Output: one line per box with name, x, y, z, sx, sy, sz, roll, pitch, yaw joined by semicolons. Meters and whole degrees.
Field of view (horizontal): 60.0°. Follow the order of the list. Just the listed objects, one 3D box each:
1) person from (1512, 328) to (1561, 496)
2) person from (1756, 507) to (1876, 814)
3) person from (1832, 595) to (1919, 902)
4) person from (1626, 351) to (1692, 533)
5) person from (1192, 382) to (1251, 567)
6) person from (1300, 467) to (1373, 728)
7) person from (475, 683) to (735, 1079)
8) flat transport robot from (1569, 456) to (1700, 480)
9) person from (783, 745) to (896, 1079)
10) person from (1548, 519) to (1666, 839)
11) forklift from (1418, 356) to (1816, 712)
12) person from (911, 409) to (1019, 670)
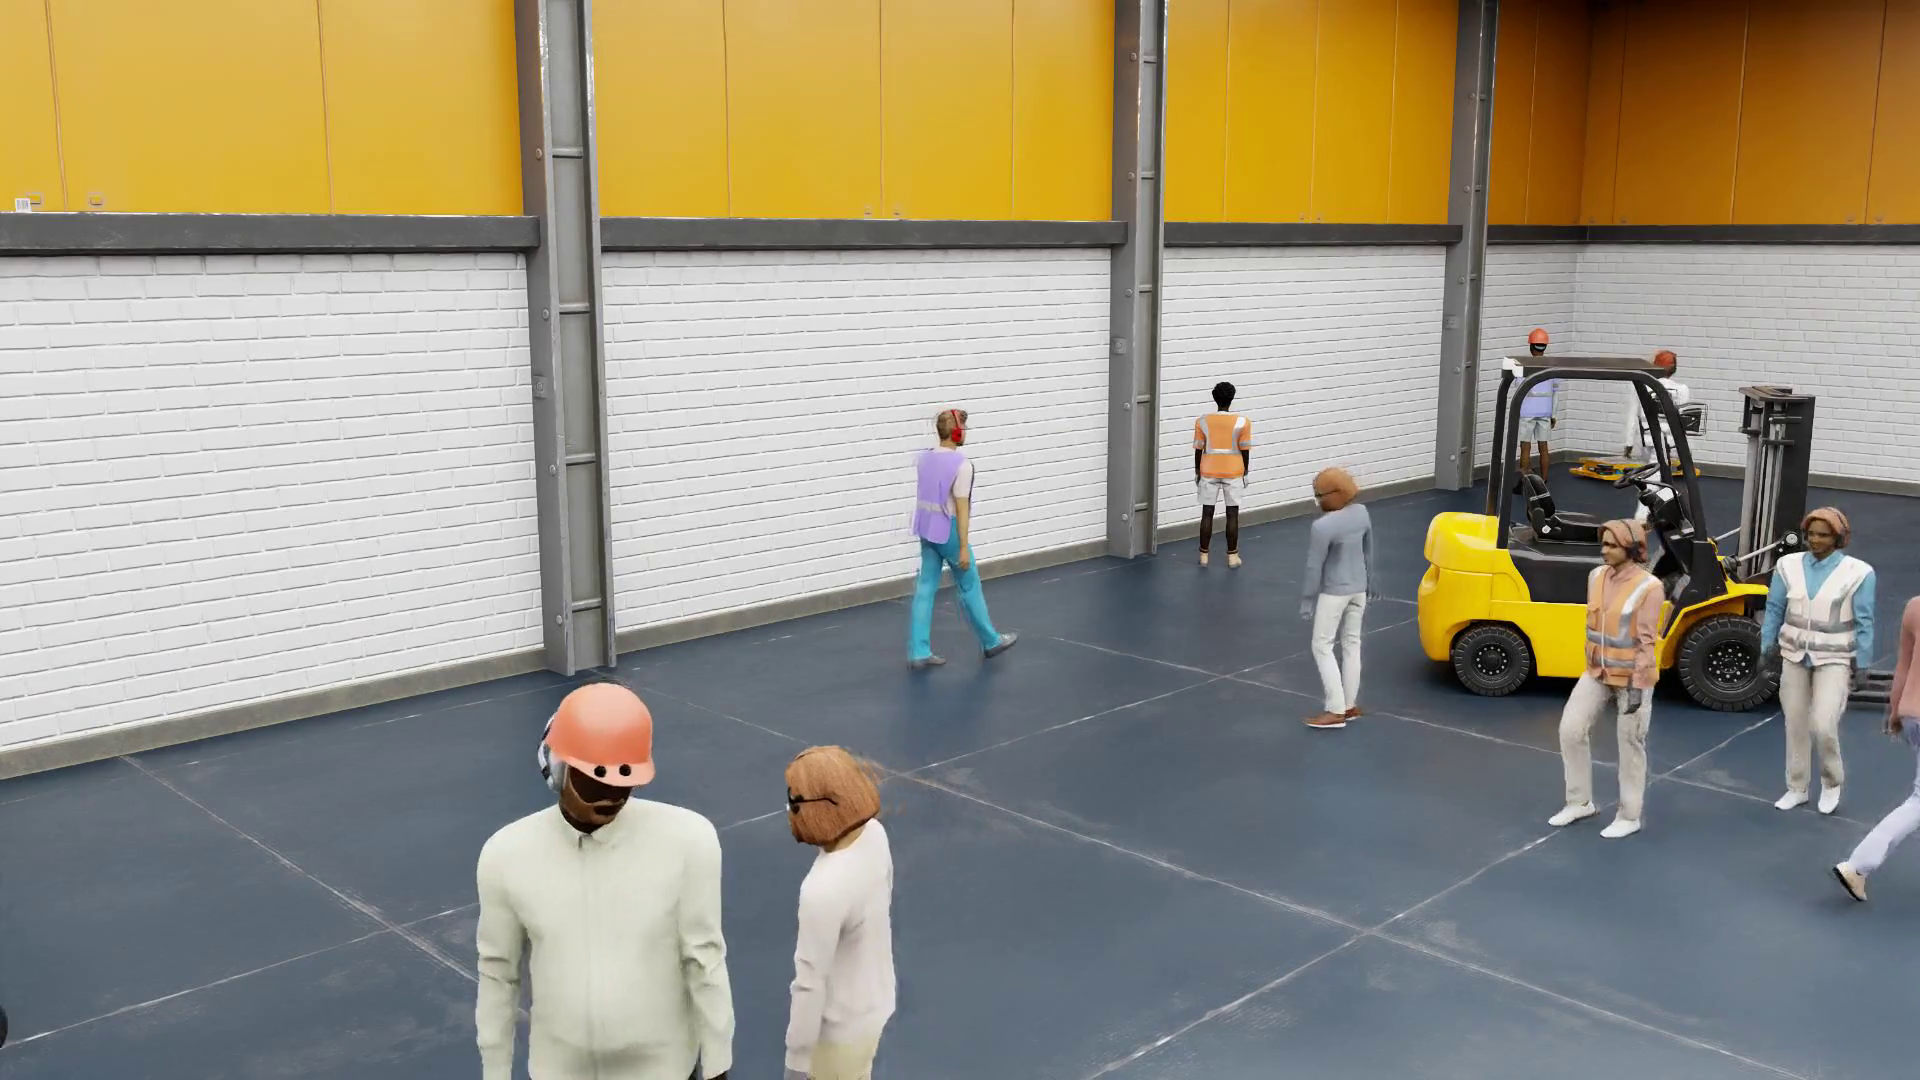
person;6.653;-1.477;19.277;0.552;1.937;0.356;-1;10;-8
person;4.415;0.635;8.615;0.383;1.625;0.536;-8;13;-36
person;4.330;0.808;7.455;0.829;1.715;0.548;-1;10;-7
person;7.173;-1.001;16.949;0.962;1.833;0.596;-9;14;-40
person;2.379;-0.593;15.132;0.536;1.693;0.317;4;11;20
person;2.327;0.348;10.221;0.598;1.615;0.333;-7;13;-34
person;-0.881;1.282;4.150;0.652;1.965;0.744;0;10;-1
flat transport robot;8.411;-0.910;20.735;1.431;0.197;0.652;-3;11;-17
person;-0.363;1.353;4.704;0.461;1.611;0.516;3;11;17
person;3.223;0.705;8.257;0.523;1.624;0.518;-5;11;-24
forklift;4.276;-0.101;11.076;2.313;2.155;1.214;2;11;13
person;0.001;-0.015;11.646;0.907;1.804;0.594;-9;13;-39
